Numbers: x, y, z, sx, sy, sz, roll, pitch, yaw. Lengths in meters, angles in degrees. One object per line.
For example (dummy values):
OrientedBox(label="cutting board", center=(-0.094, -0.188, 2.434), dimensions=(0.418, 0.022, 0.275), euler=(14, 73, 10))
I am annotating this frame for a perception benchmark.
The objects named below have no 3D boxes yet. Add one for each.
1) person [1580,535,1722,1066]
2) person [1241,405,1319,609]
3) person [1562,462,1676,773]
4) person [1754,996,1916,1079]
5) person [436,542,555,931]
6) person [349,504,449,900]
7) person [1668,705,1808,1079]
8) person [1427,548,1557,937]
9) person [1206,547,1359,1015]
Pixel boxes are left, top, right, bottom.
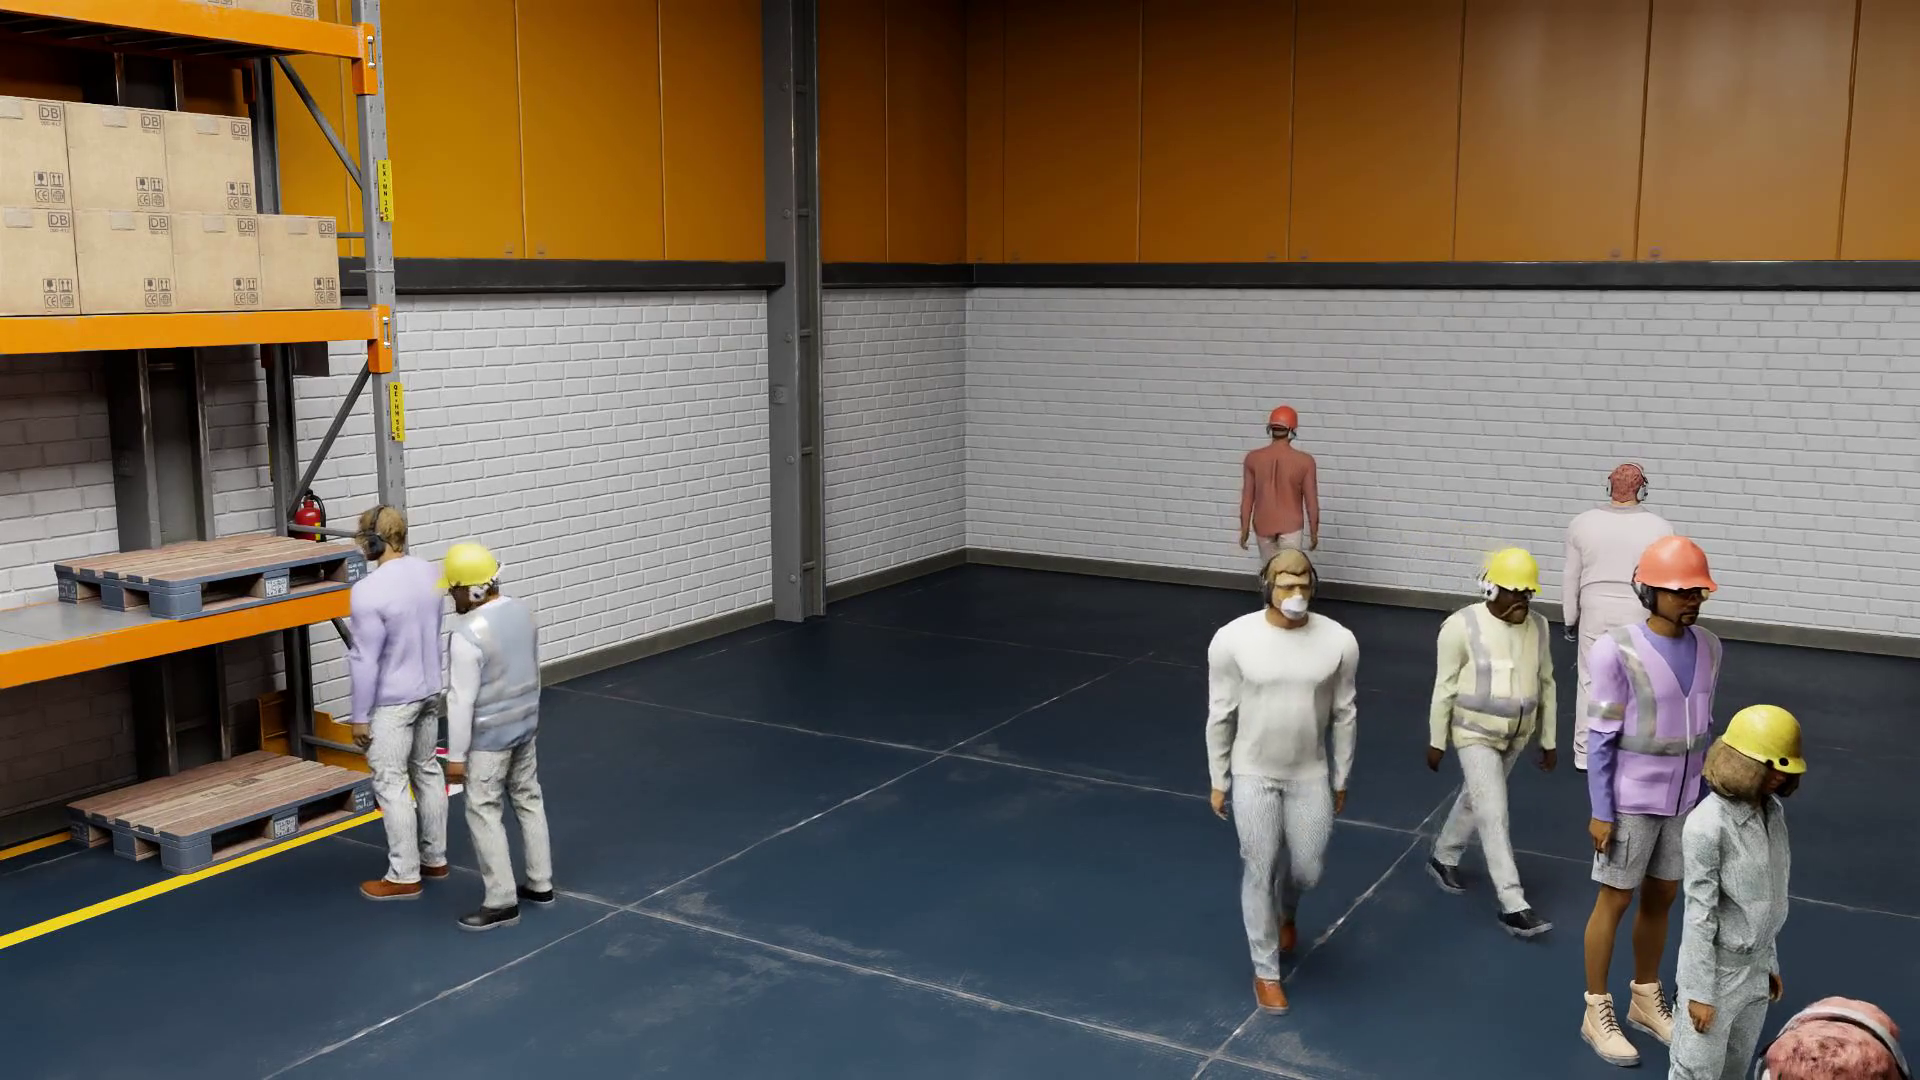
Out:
OrientedBox(label="person", center=(2.688, 0.992, 6.416), dimensions=(0.605, 2.045, 0.378), euler=(-4, 10, -22))
OrientedBox(label="person", center=(2.628, -0.129, 13.677), dimensions=(0.637, 1.964, 0.900), euler=(4, 10, 25))
OrientedBox(label="person", center=(3.976, 0.481, 10.035), dimensions=(0.654, 1.906, 0.406), euler=(6, 11, 31))
OrientedBox(label="person", center=(1.354, 1.664, 2.699), dimensions=(0.637, 1.898, 0.395), euler=(7, 12, 39))
OrientedBox(label="person", center=(-2.173, 0.893, 7.768), dimensions=(0.404, 1.819, 0.616), euler=(3, 10, 20))
OrientedBox(label="person", center=(-2.722, 0.782, 8.109), dimensions=(0.370, 1.932, 0.630), euler=(3, 10, 17))
OrientedBox(label="person", center=(2.403, 1.351, 5.142), dimensions=(0.484, 1.735, 0.311), euler=(-7, 12, -38))
OrientedBox(label="person", center=(2.524, 0.903, 7.834), dimensions=(0.600, 1.768, 0.973), euler=(-4, 10, -22))
OrientedBox(label="person", center=(1.328, 0.962, 6.967), dimensions=(0.626, 1.926, 0.602), euler=(0, 9, 1))
